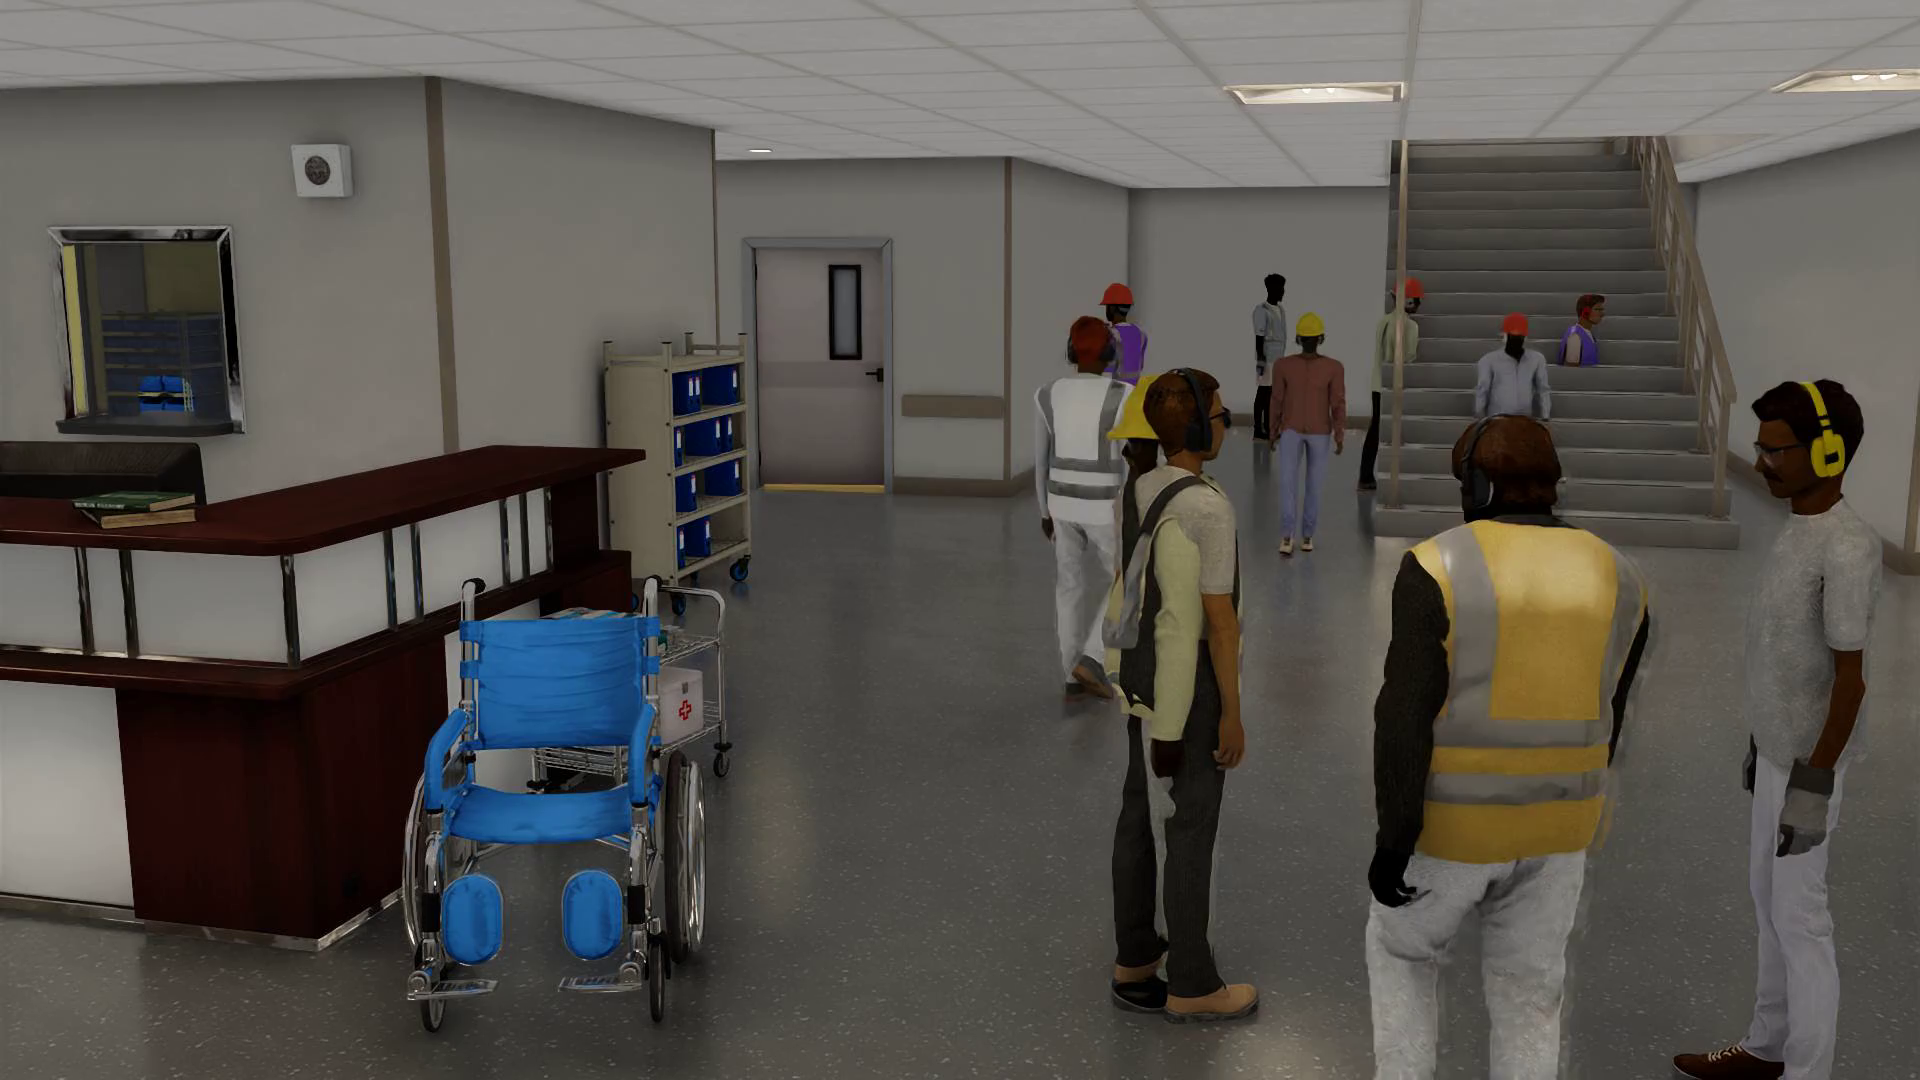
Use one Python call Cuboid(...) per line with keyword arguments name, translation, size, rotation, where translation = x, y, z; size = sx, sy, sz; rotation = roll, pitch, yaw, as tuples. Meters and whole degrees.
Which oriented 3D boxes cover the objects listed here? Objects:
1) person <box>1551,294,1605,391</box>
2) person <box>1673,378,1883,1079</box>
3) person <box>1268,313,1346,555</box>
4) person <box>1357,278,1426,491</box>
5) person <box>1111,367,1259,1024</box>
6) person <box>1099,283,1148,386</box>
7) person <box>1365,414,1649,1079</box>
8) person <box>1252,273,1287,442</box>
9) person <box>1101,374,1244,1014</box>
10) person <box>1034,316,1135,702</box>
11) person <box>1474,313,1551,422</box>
Cuboid(name="person", translation=(5.392, -1.233, 14.582), size=(0.386, 1.838, 0.565), rotation=(6, 11, 31))
Cuboid(name="person", translation=(2.017, 0.539, 4.063), size=(0.329, 1.865, 0.508), rotation=(2, 10, 12))
Cuboid(name="person", translation=(2.501, -0.754, 12.001), size=(0.547, 1.741, 0.711), rotation=(2, 10, 11))
Cuboid(name="person", translation=(3.947, -1.384, 15.094), size=(0.488, 1.971, 0.620), rotation=(-3, 10, -16))
Cuboid(name="person", translation=(0.624, 0.438, 4.704), size=(0.345, 1.847, 0.507), rotation=(-6, 11, -30))
Cuboid(name="person", translation=(1.290, -1.140, 13.724), size=(0.363, 1.937, 0.547), rotation=(9, 13, 41))
Cuboid(name="person", translation=(1.174, 0.628, 3.711), size=(0.659, 1.809, 0.562), rotation=(-2, 10, -12))
Cuboid(name="person", translation=(3.653, -2.144, 19.555), size=(0.361, 1.963, 0.614), rotation=(7, 12, 36))
Cuboid(name="person", translation=(0.608, 0.439, 4.784), size=(0.404, 1.825, 0.596), rotation=(2, 10, 10))
Cuboid(name="person", translation=(0.622, -0.136, 8.002), size=(0.591, 1.870, 0.404), rotation=(6, 11, 30))
Cuboid(name="person", translation=(4.567, -1.013, 13.693), size=(0.557, 1.691, 0.931), rotation=(-1, 10, -8))
